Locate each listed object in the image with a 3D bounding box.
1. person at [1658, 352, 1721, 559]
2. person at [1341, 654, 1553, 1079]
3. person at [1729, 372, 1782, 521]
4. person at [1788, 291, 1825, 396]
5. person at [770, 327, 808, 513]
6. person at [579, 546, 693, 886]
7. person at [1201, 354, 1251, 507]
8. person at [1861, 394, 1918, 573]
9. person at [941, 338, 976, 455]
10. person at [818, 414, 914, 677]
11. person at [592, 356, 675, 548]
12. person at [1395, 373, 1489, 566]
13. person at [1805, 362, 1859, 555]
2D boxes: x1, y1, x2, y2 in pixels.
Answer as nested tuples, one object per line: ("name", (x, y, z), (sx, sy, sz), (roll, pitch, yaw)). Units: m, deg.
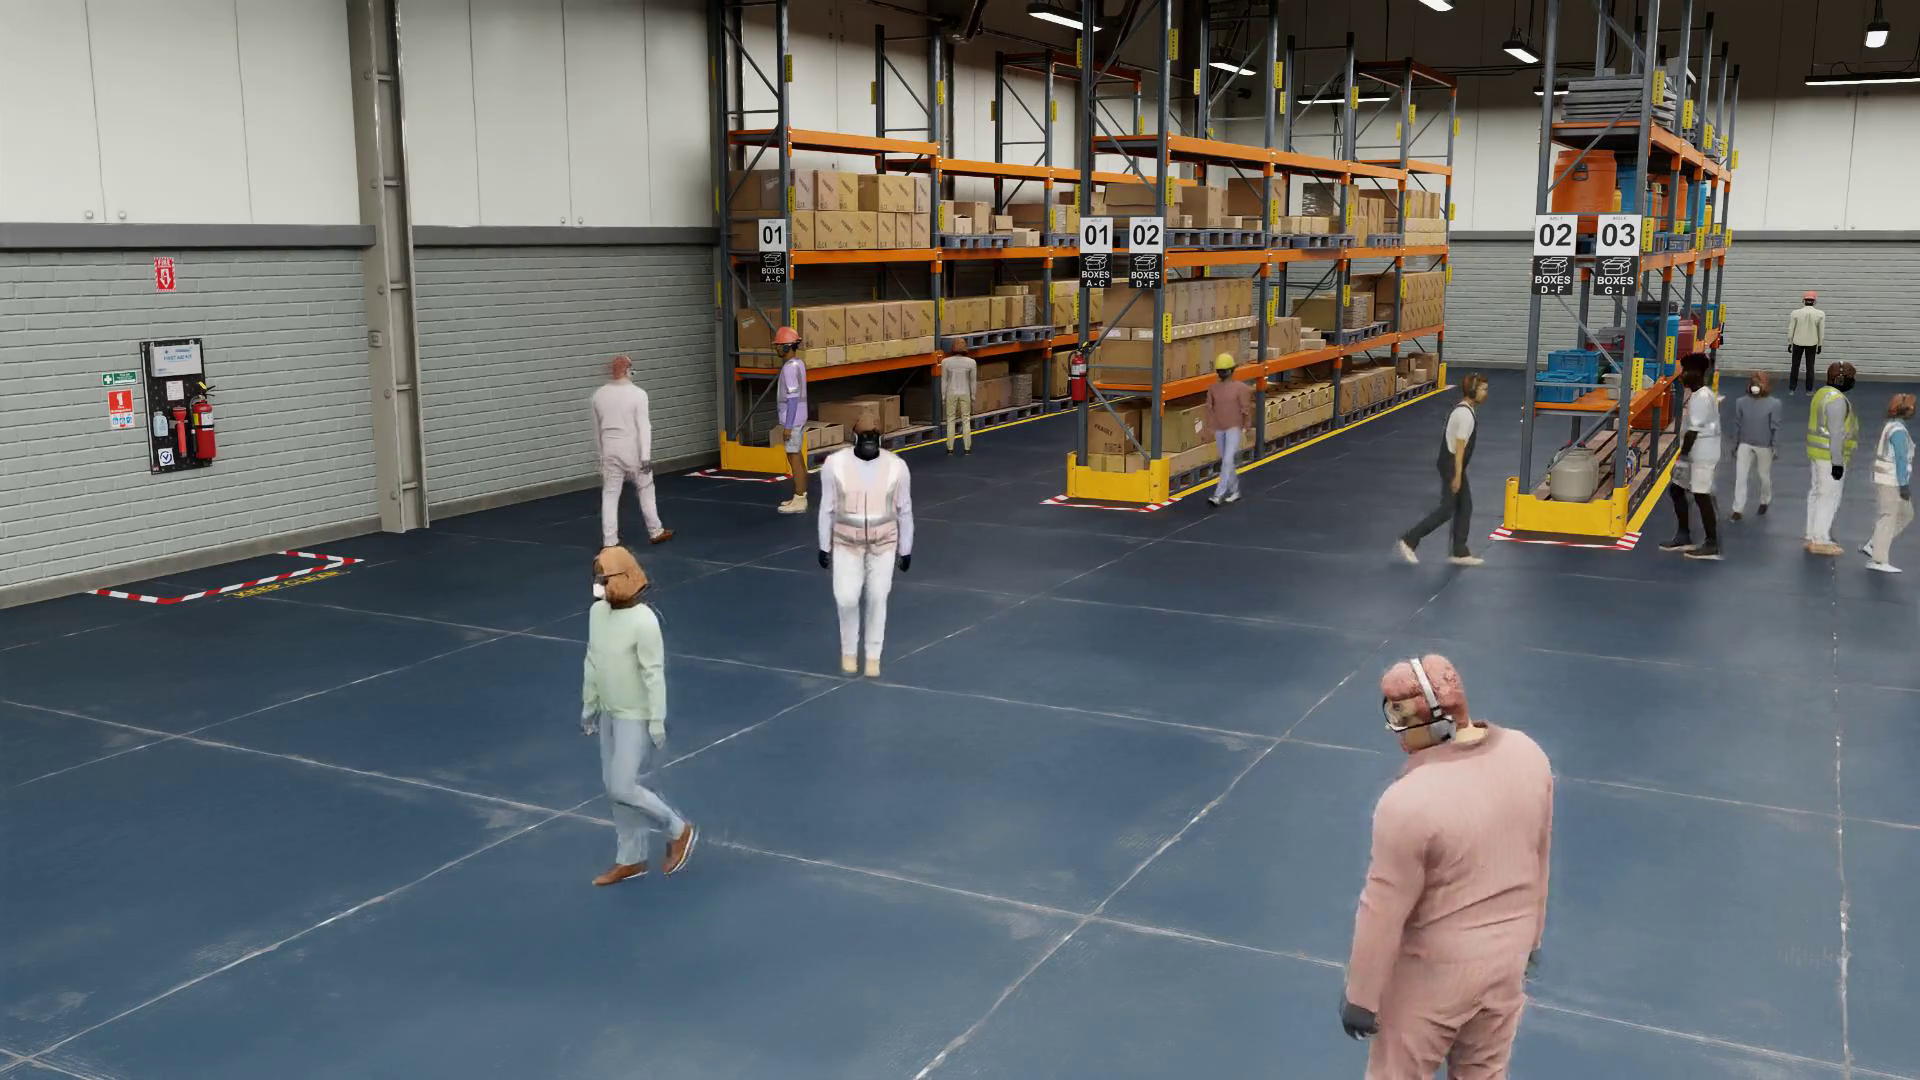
("person", (6.899, -0.792, 15.677), (0.692, 1.940, 0.623), (4, 11, 22))
("person", (1.425, 1.238, 4.832), (0.692, 1.878, 0.437), (-5, 12, -26))
("person", (8.555, -1.018, 17.859), (0.510, 1.593, 0.832), (9, 14, 41))
("person", (16.069, -3.735, 31.604), (0.610, 1.987, 0.403), (4, 11, 22))
("person", (-1.871, -1.310, 18.224), (0.392, 2.041, 0.615), (1, 10, 3))
("person", (-1.545, 0.822, 7.760), (0.394, 1.618, 0.505), (-9, 14, -40))
("person", (2.972, -1.233, 18.706), (0.536, 1.704, 0.920), (8, 13, 39))
("person", (8.425, -0.505, 14.966), (0.371, 1.627, 0.522), (6, 12, 28))
("person", (-0.017, -1.992, 23.087), (0.493, 1.624, 0.280), (-1, 10, -5))
("person", (-0.640, 0.049, 11.405), (0.660, 1.824, 0.466), (-1, 10, -6))
("person", (-3.187, -0.850, 16.179), (0.672, 1.867, 0.906), (5, 11, 23))
("person", (4.439, -0.641, 15.266), (0.763, 1.809, 0.528), (3, 11, 16))
("person", (8.357, -0.787, 15.952), (0.429, 1.839, 0.659), (3, 11, 14))
